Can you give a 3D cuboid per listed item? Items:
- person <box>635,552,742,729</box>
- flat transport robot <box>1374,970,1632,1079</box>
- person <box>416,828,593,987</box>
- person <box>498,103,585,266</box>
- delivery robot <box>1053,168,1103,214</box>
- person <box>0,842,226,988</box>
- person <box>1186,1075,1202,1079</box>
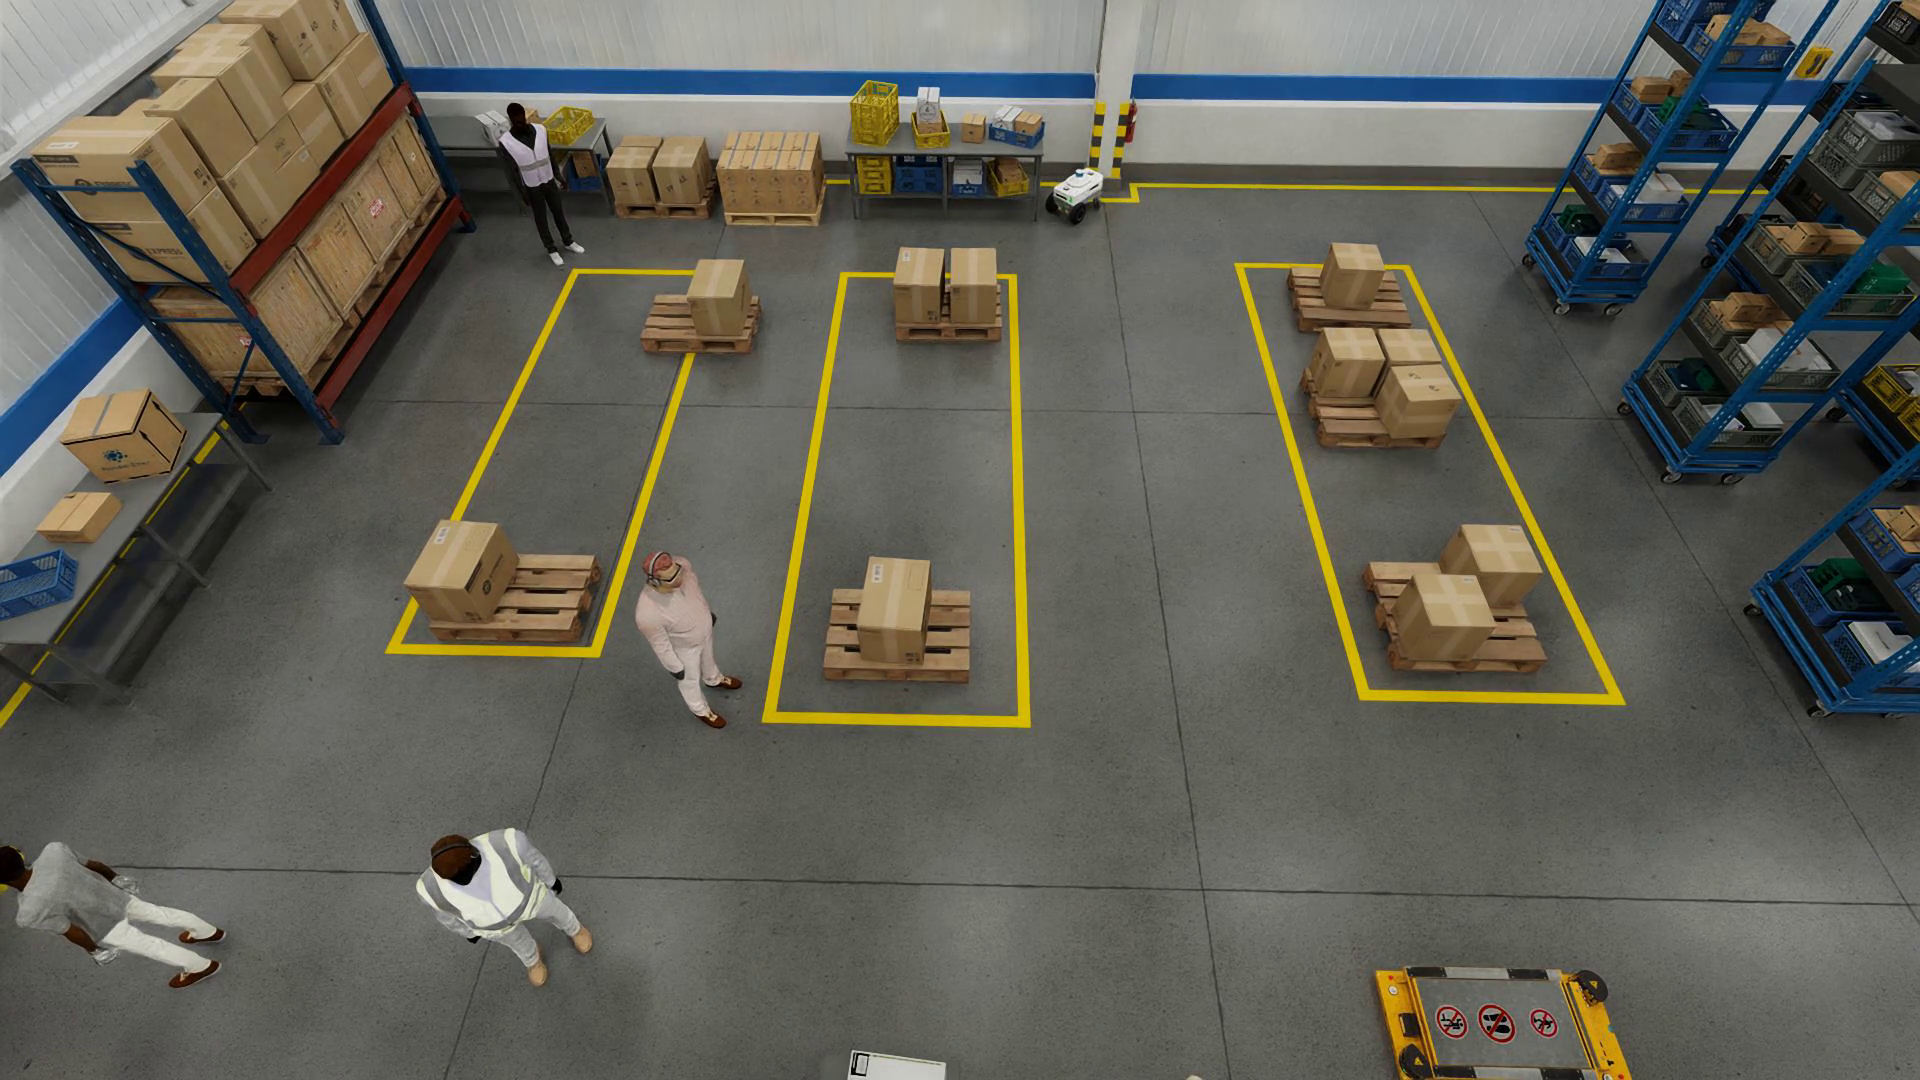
[{"bbox_3d":[-2.012,0.722,6.832,0.410,1.909,0.643,10,52,8],"label":"person"},{"bbox_3d":[3.501,3.133,5.914,1.431,0.197,0.652,1,51,1],"label":"flat transport robot"},{"bbox_3d":[-2.773,2.245,5.632,0.630,1.843,0.429,-32,57,-23],"label":"person"},{"bbox_3d":[-4.982,-4.233,10.867,0.394,1.915,0.587,33,58,24],"label":"person"},{"bbox_3d":[1.541,-4.597,11.976,0.477,0.478,0.707,36,59,25],"label":"delivery robot"},{"bbox_3d":[-5.213,2.288,5.581,0.316,1.865,0.531,-13,52,-10],"label":"person"},{"bbox_3d":[1.129,3.247,4.827,0.403,1.823,0.586,27,56,20],"label":"person"}]
